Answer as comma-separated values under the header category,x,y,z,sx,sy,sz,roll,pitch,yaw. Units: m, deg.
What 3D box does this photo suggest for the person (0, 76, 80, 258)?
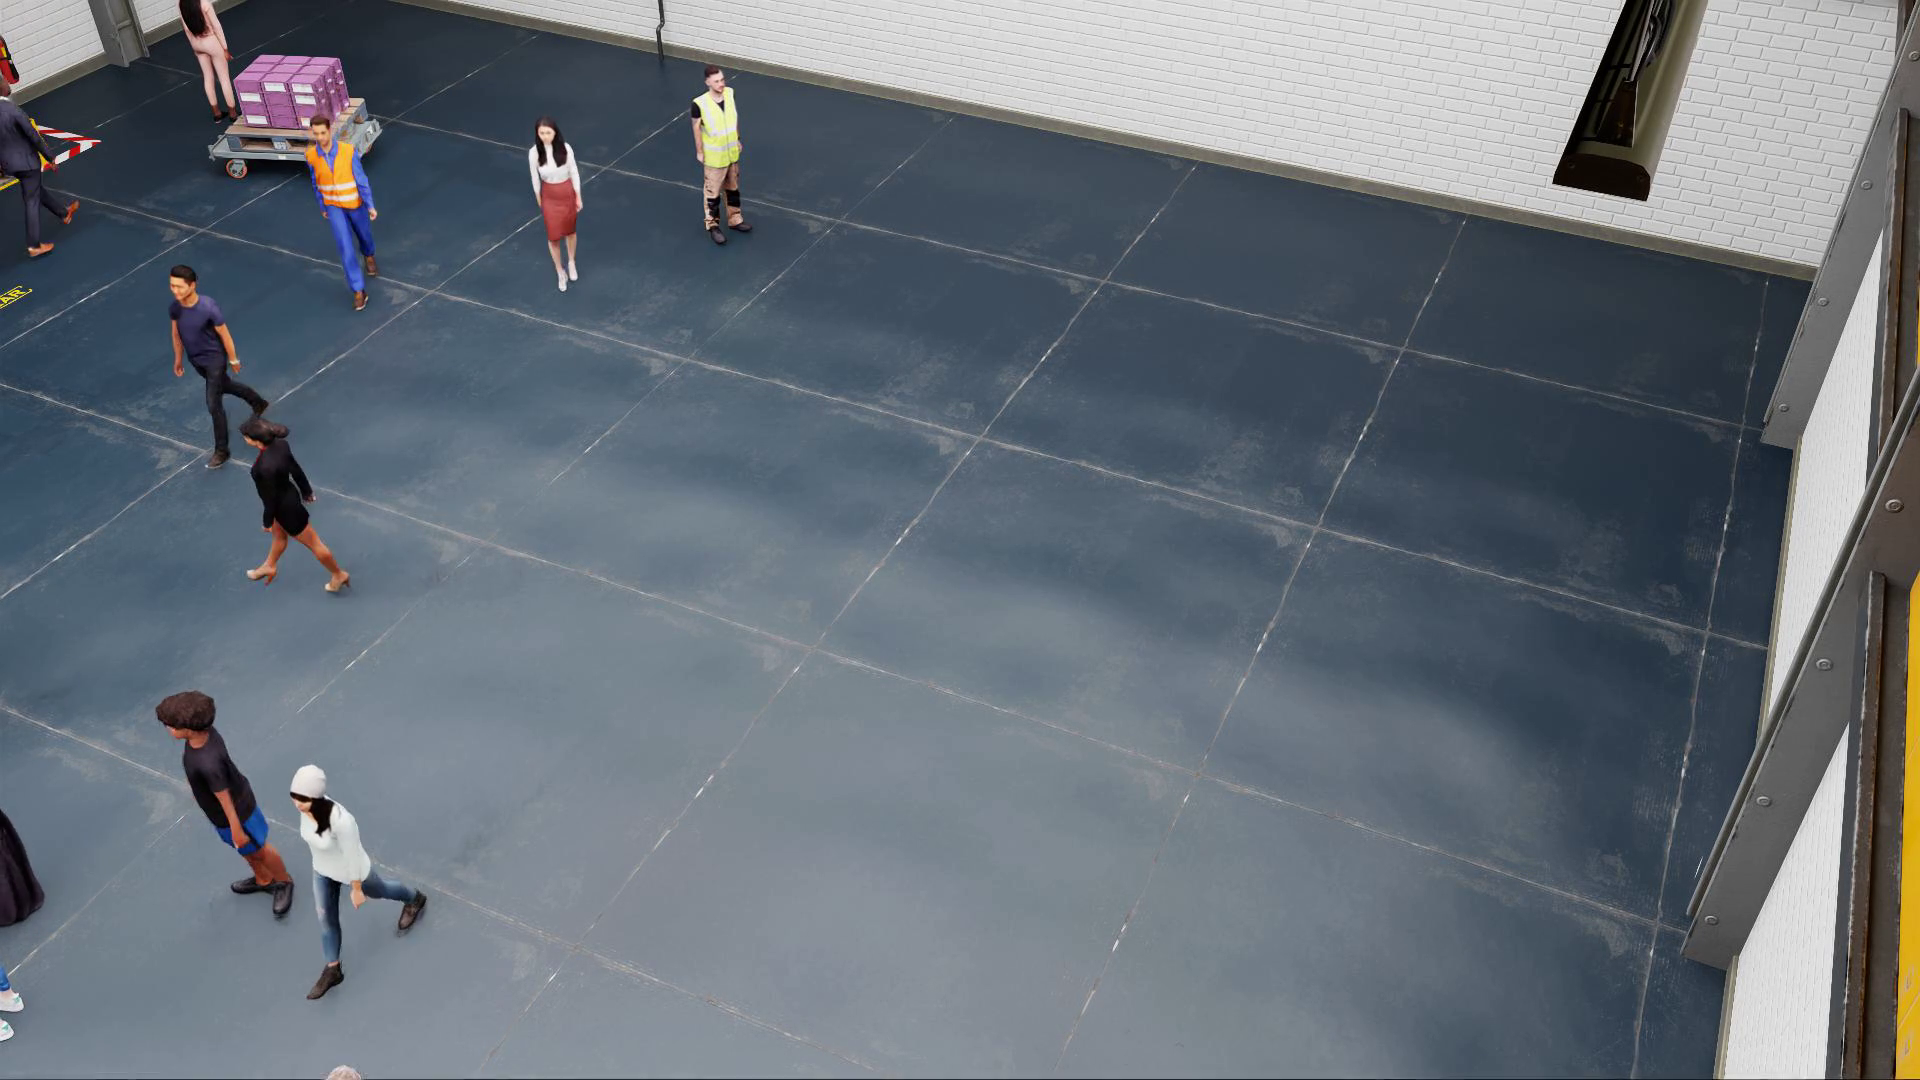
category,x,y,z,sx,sy,sz,roll,pitch,yaw
person,-9.374,-3.684,16.550,0.843,1.776,1.229,10,40,12

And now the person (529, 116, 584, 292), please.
category,x,y,z,sx,sy,sz,roll,pitch,yaw
person,-3.872,-3.313,16.116,0.775,1.736,0.837,-9,39,-11

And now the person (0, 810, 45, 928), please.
category,x,y,z,sx,sy,sz,roll,pitch,yaw
person,-5.963,1.674,9.971,0.681,1.612,0.686,26,45,28

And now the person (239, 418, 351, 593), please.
category,x,y,z,sx,sy,sz,roll,pitch,yaw
person,-4.882,-0.209,12.337,0.972,1.602,1.045,-2,39,-3

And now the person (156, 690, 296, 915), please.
category,x,y,z,sx,sy,sz,roll,pitch,yaw
person,-4.352,1.573,9.960,0.785,1.783,0.758,-27,46,-29

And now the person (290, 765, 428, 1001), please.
category,x,y,z,sx,sy,sz,roll,pitch,yaw
person,-3.542,1.868,9.739,0.604,1.599,1.138,18,42,21

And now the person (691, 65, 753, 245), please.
category,x,y,z,sx,sy,sz,roll,pitch,yaw
person,-2.413,-3.927,16.799,0.862,1.844,0.757,32,48,33

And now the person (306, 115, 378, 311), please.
category,x,y,z,sx,sy,sz,roll,pitch,yaw
person,-5.863,-3.225,15.932,1.179,1.829,1.281,-10,40,-13

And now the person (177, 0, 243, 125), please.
category,x,y,z,sx,sy,sz,roll,pitch,yaw
person,-8.589,-5.614,19.008,0.656,1.723,0.597,9,39,11

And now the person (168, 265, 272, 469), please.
category,x,y,z,sx,sy,sz,roll,pitch,yaw
person,-6.211,-1.549,13.896,0.688,1.751,1.161,14,41,17
